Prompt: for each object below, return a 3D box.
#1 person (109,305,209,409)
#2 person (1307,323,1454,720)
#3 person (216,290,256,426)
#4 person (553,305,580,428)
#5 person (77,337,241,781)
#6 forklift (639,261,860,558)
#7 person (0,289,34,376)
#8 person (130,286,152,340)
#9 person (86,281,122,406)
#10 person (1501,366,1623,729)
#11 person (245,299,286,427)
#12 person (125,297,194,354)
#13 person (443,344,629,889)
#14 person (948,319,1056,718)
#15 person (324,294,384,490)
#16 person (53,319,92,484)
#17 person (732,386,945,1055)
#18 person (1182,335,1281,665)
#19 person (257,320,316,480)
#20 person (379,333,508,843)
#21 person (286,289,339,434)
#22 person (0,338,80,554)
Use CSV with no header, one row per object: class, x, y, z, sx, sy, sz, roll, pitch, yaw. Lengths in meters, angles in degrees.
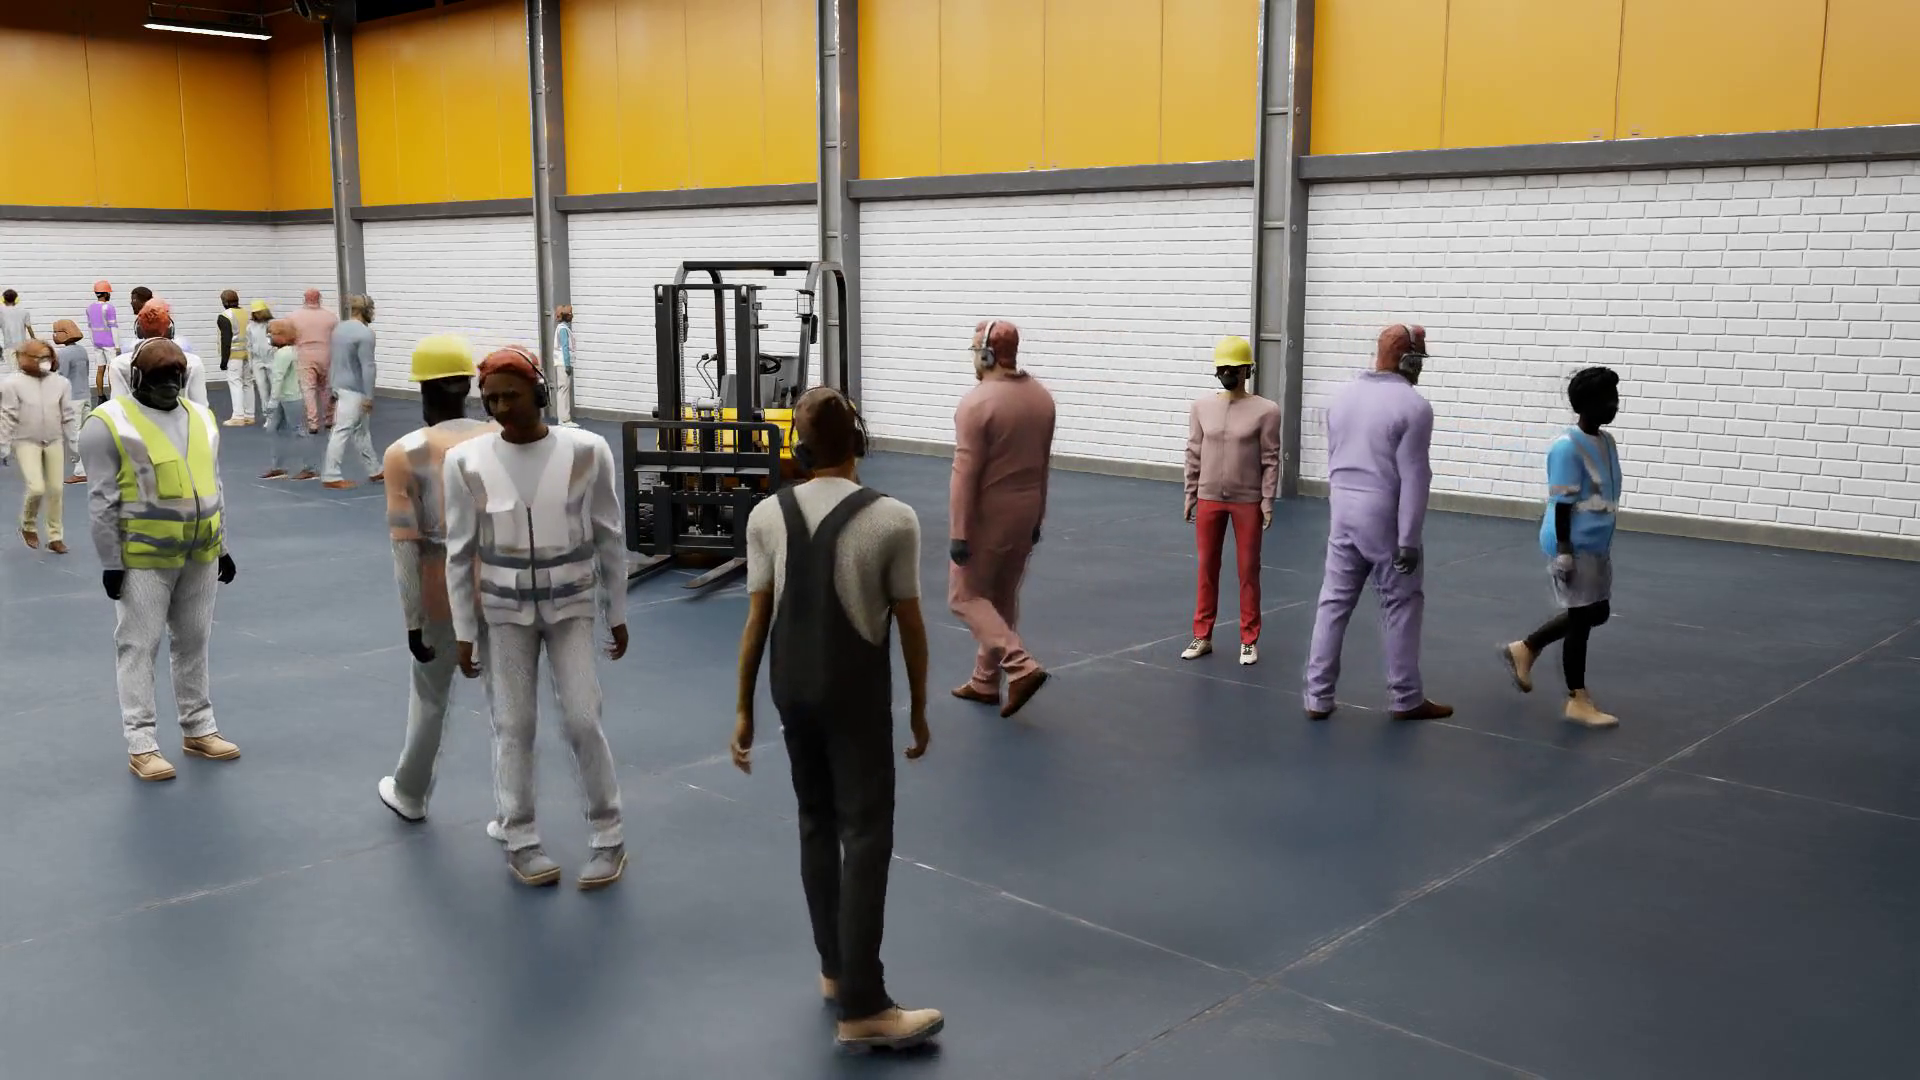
person,-5.206,-0.584,10.875,0.578,1.882,0.346,-4,10,-23
person,1.953,-0.064,7.781,0.662,1.873,0.668,-6,11,-32
person,-9.829,-2.466,22.550,0.430,1.841,0.624,2,9,10
person,-5.286,-2.325,22.286,0.311,1.642,0.512,-3,10,-17
person,-3.338,0.069,7.016,0.430,1.838,0.619,5,10,28
forklift,-1.552,-1.040,12.721,1.214,2.155,2.313,2,9,11
person,-14.573,-2.962,25.700,0.600,1.811,0.852,-7,12,-37
person,-9.303,-1.955,19.172,0.371,1.916,0.597,-8,12,-39
person,-13.160,-3.020,25.646,0.542,1.938,0.357,3,10,19
person,2.848,0.019,7.801,0.567,1.683,0.540,9,13,43
person,-9.352,-2.387,22.450,0.489,1.722,0.493,-1,9,-8
person,-6.784,-1.114,14.140,0.553,1.892,0.994,-3,10,-18
person,-1.439,0.273,5.710,0.593,1.865,0.405,-1,9,-8
person,0.180,-0.099,7.874,0.694,1.891,0.666,8,12,41
person,-5.825,-1.427,16.103,0.858,1.881,0.650,-9,13,-43
person,-8.778,-1.372,16.493,0.277,1.627,0.502,0,9,-1
person,-0.325,0.484,4.637,0.648,1.797,0.562,4,10,23
person,1.451,-0.211,8.951,0.522,1.769,0.310,4,10,24
person,-6.791,-1.376,16.572,0.660,1.606,0.501,-5,10,-26
person,-1.885,0.179,6.202,0.597,1.885,0.857,-8,12,-40
person,-8.427,-2.331,21.682,0.666,1.856,0.994,-4,10,-24
person,-6.782,-0.681,12.277,0.355,1.611,0.545,7,11,36
